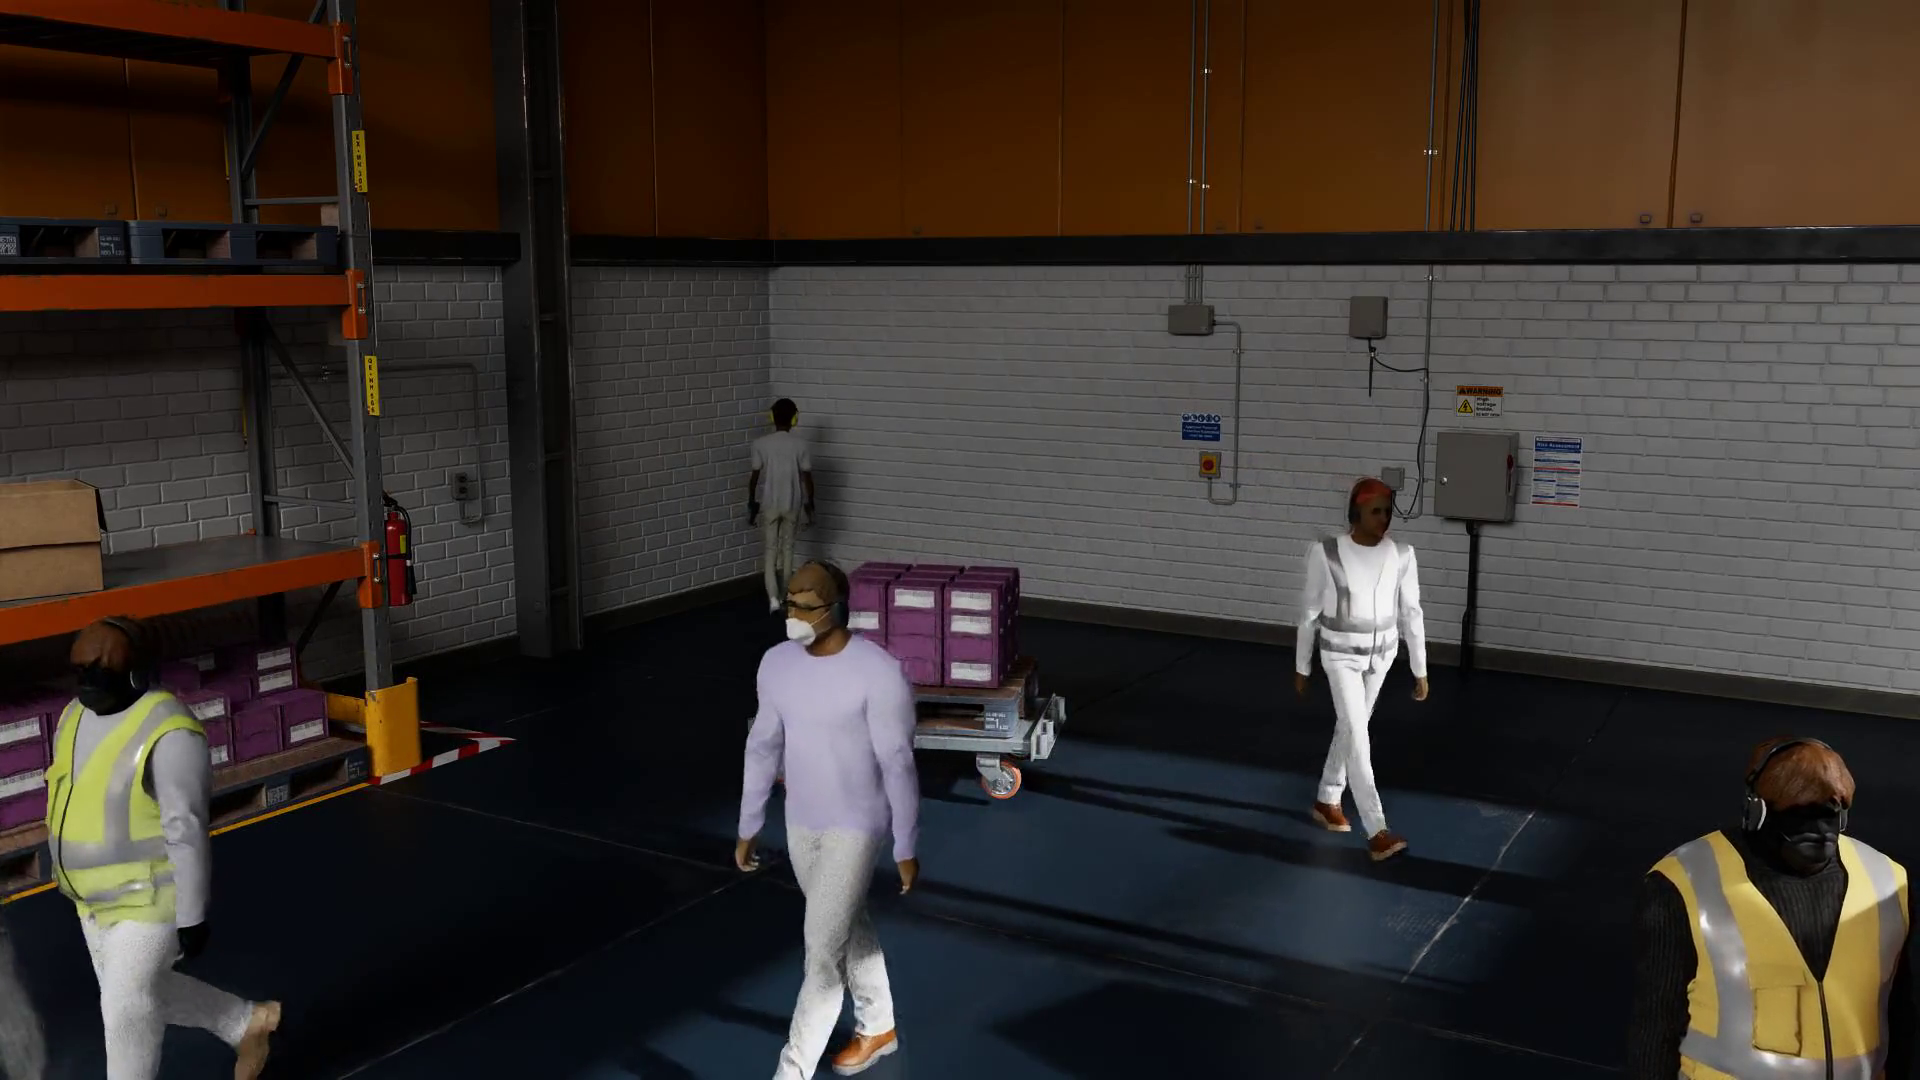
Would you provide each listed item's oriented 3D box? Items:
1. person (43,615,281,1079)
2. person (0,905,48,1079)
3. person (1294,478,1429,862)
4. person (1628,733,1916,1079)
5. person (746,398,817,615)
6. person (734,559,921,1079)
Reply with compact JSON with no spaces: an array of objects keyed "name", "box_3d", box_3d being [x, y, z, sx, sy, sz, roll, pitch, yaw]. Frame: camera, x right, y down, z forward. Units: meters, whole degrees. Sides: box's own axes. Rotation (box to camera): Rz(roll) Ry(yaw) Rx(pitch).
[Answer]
[{"name":"person","box_3d":[-2.538,1.098,5.310,0.626,1.810,0.749,6,11,33]},{"name":"person","box_3d":[-2.423,1.275,3.662,0.666,1.968,0.655,0,9,2]},{"name":"person","box_3d":[2.013,0.624,8.158,0.603,1.830,0.976,-3,10,-18]},{"name":"person","box_3d":[1.833,1.330,3.768,0.625,1.837,0.429,0,9,-1]},{"name":"person","box_3d":[-1.486,-0.280,13.838,0.586,1.822,0.668,-1,9,-4]},{"name":"person","box_3d":[-0.504,1.006,5.617,0.659,1.886,1.005,7,12,39]}]
